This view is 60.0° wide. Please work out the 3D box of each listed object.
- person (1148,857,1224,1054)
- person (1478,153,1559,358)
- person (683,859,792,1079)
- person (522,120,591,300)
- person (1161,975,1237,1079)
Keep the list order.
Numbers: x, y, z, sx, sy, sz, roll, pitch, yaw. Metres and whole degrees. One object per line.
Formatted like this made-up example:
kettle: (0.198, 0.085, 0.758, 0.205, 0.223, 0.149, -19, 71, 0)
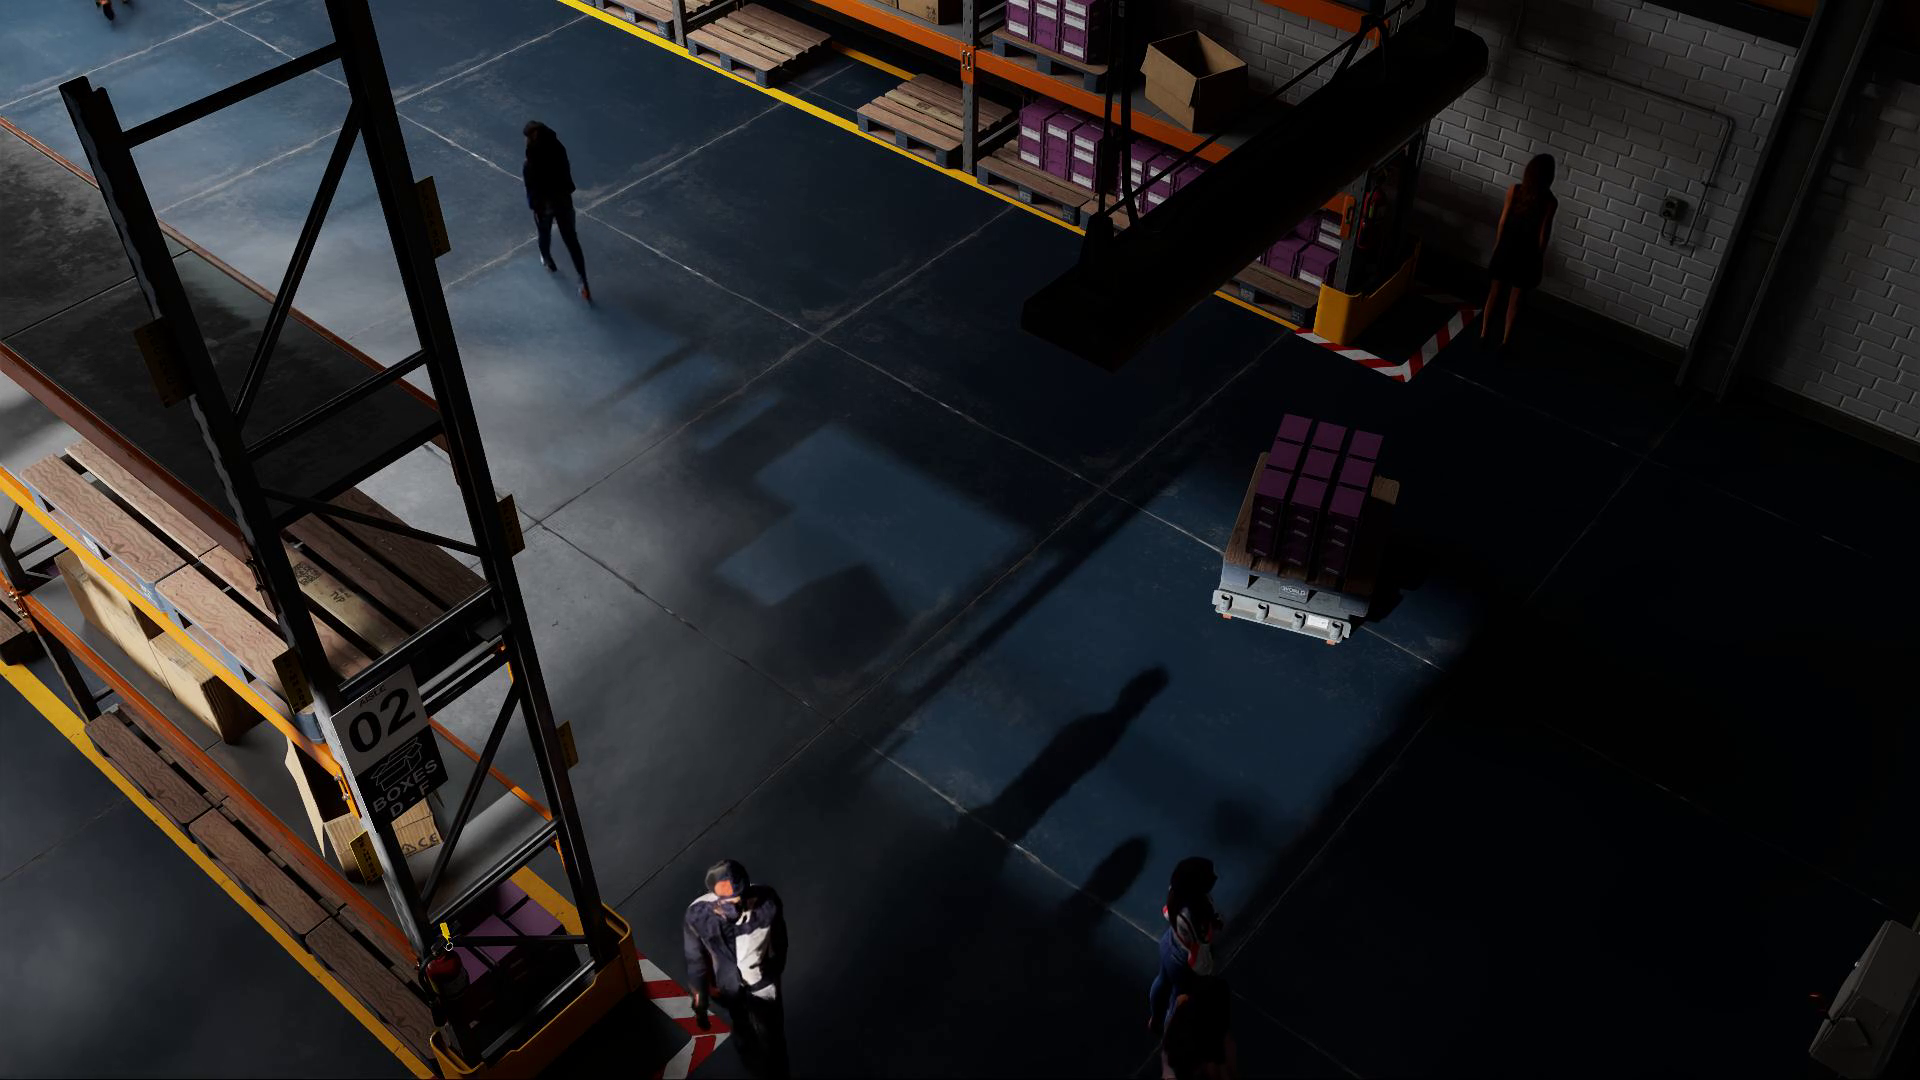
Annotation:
person: (1.180, 2.189, 8.766, 0.725, 1.613, 0.634, -9, 44, -9)
person: (4.443, -2.254, 13.270, 0.470, 1.834, 0.649, 28, 50, 26)
person: (-1.158, 2.179, 8.611, 1.127, 1.842, 1.259, -8, 44, -9)
person: (-3.371, -2.757, 13.985, 0.830, 1.577, 1.122, -24, 48, -23)
person: (1.055, 2.712, 8.080, 0.816, 1.803, 0.710, -9, 44, -9)
